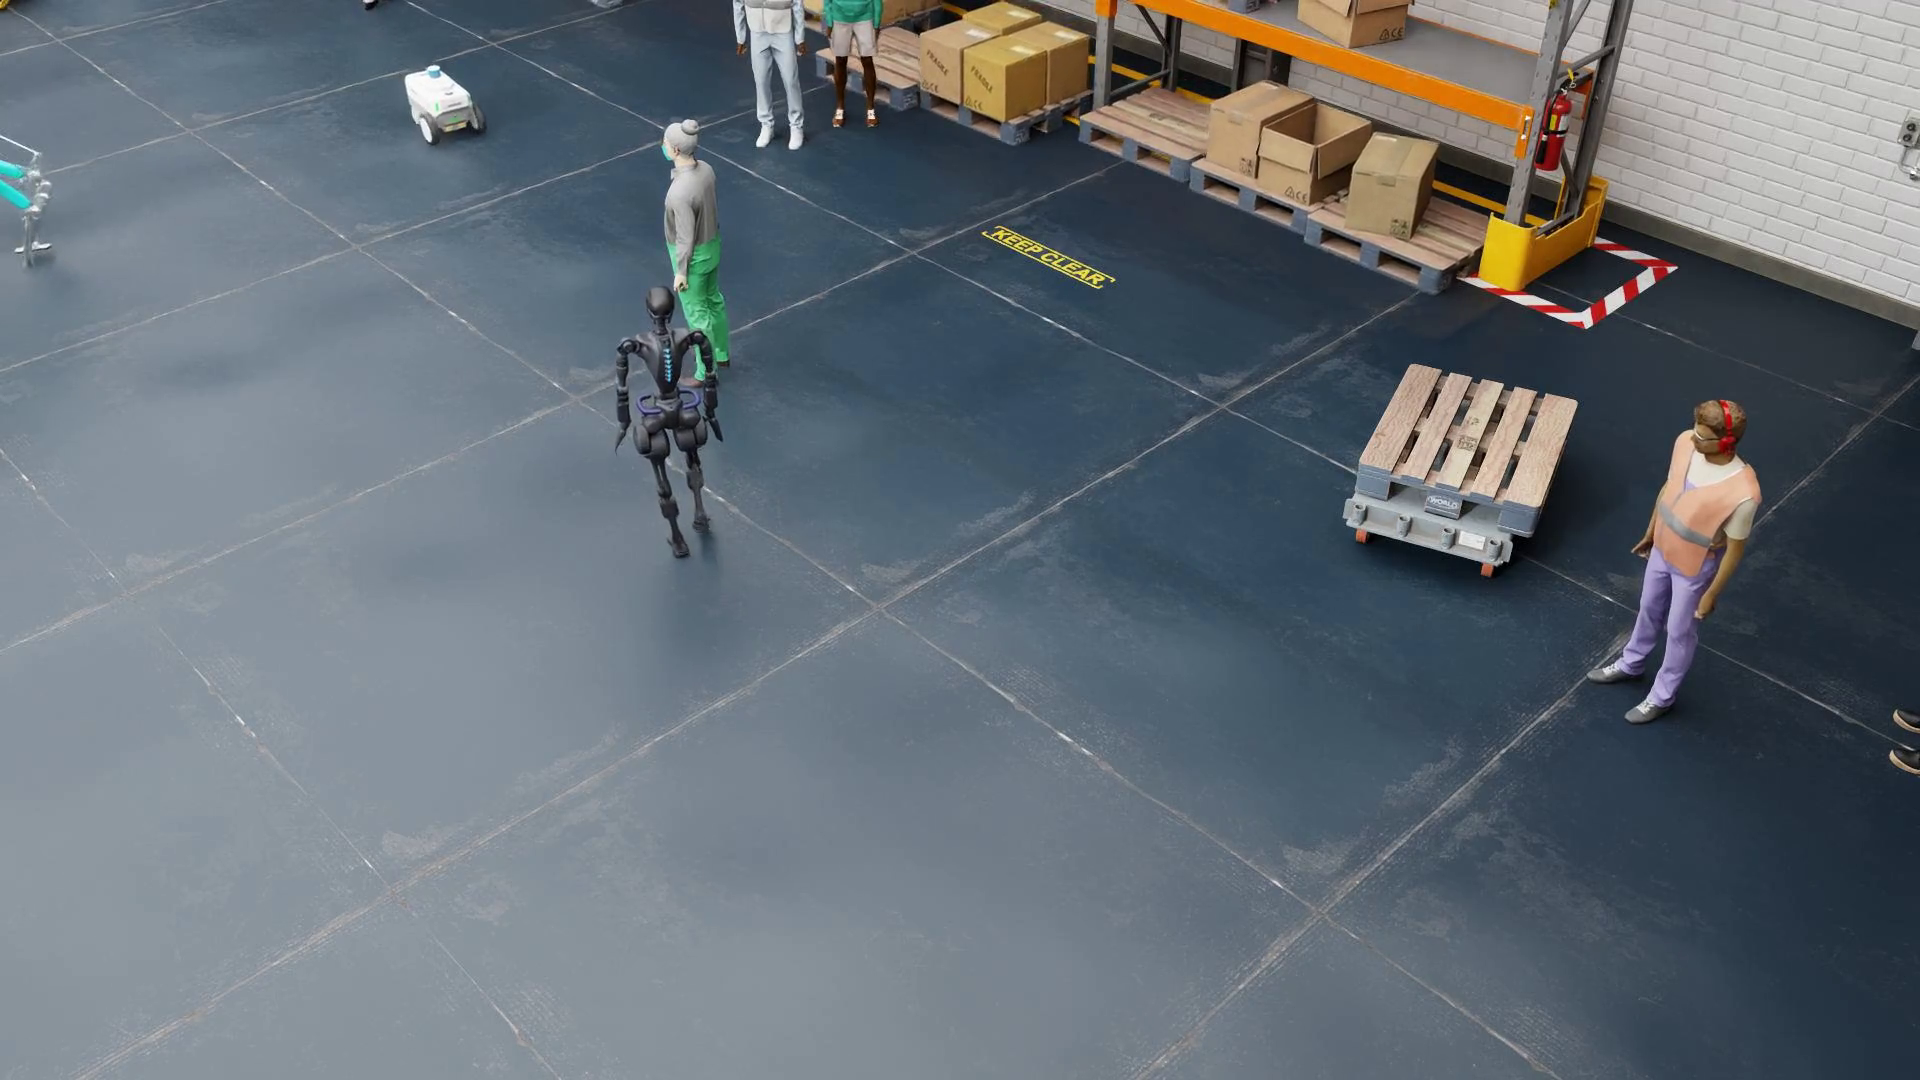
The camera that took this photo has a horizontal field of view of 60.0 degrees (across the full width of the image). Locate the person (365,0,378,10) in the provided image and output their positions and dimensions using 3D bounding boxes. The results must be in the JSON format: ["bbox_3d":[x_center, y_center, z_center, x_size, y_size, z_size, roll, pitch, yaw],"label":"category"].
[{"bbox_3d":[-5.960,-6.246,16.573,0.536,1.757,0.711,-1,37,-1],"label":"person"}]

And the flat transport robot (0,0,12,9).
[{"bbox_3d":[-10.074,-5.780,17.185,0.659,0.231,1.431,-6,38,-8],"label":"flat transport robot"}]

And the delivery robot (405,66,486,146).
[{"bbox_3d":[-4.458,-3.761,14.270,0.499,0.589,0.782,-24,43,-28],"label":"delivery robot"}]

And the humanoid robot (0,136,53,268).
[{"bbox_3d":[-6.981,-2.794,12.050,0.815,1.802,0.543,-18,41,-23],"label":"humanoid robot"}]

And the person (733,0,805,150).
[{"bbox_3d":[-1.562,-4.178,13.711,0.594,1.907,0.408,4,37,5],"label":"person"}]

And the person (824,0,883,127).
[{"bbox_3d":[-0.898,-4.423,14.088,0.500,1.843,0.395,0,37,0],"label":"person"}]

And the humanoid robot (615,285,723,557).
[{"bbox_3d":[-1.632,-0.662,9.242,0.603,1.652,0.365,-13,39,-16],"label":"humanoid robot"}]

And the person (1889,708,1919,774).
[{"bbox_3d":[4.842,0.287,7.746,0.361,1.963,0.613,18,41,23],"label":"person"}]

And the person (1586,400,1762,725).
[{"bbox_3d":[3.535,0.106,8.092,0.397,1.837,0.563,-9,38,-11],"label":"person"}]

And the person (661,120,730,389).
[{"bbox_3d":[-1.708,-1.835,10.659,0.331,1.839,0.523,8,38,11],"label":"person"}]
